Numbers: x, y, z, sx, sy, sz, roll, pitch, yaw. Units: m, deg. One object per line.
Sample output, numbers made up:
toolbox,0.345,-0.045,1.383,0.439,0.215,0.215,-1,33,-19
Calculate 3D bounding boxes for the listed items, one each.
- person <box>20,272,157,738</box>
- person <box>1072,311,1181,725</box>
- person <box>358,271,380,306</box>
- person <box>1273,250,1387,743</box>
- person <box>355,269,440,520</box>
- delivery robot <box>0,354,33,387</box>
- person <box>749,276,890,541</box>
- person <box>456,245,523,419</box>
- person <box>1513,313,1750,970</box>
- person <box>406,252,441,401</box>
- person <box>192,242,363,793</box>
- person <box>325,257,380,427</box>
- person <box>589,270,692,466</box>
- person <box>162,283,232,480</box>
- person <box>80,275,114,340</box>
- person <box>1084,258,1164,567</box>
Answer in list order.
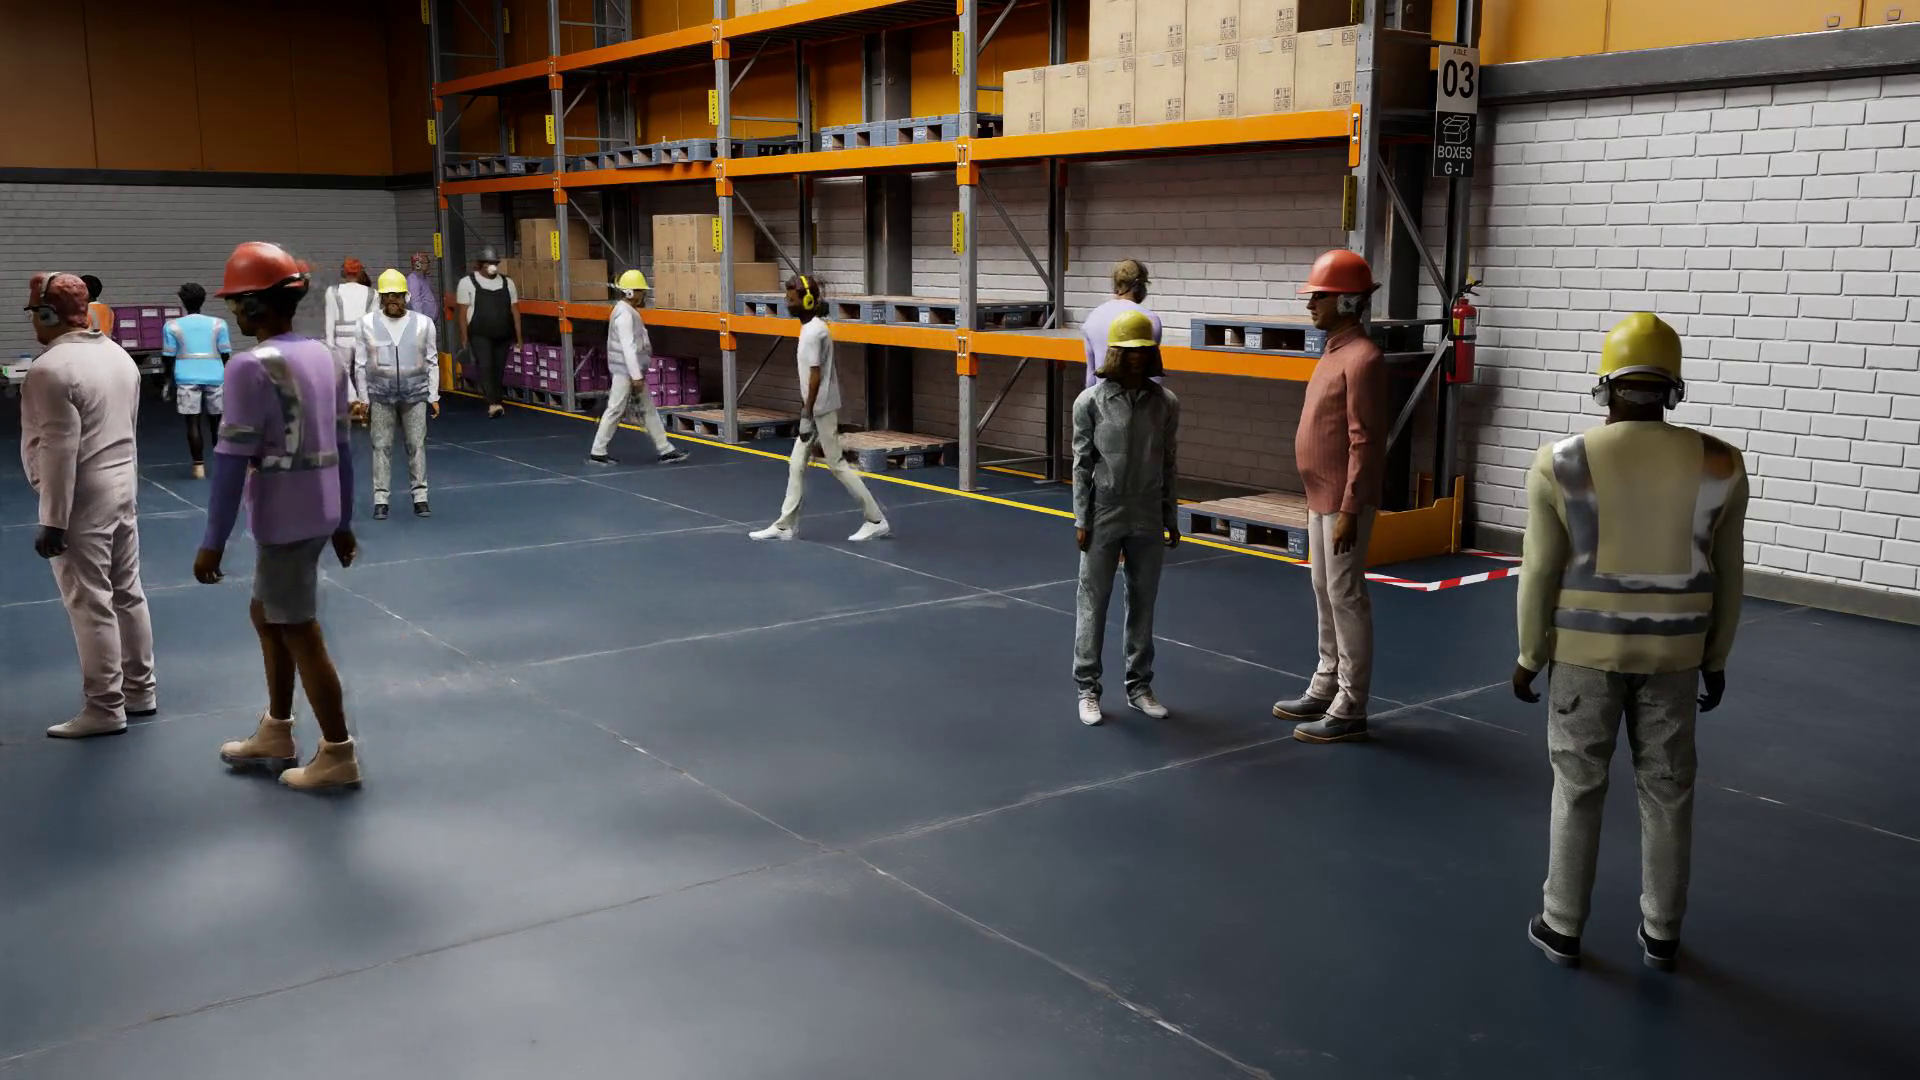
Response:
person,-3.628,-0.142,6.867,0.402,1.904,0.652,0,10,1
person,0.708,-0.091,7.030,0.485,1.745,0.296,-3,11,-18
person,-8.880,-3.232,25.021,0.591,1.602,0.533,6,12,32
person,1.533,-0.174,6.791,0.382,1.995,0.612,0,10,-2
person,-4.135,-1.069,12.255,0.591,1.834,0.404,-4,11,-20
delivery robot,-12.395,-2.237,22.116,0.477,0.478,0.707,8,13,40
person,-0.927,-0.875,11.261,0.953,1.820,0.515,-1,10,-7
person,-5.387,-2.427,19.282,0.693,2.000,0.953,-8,13,-38
person,1.841,0.293,4.628,0.589,1.834,0.403,2,10,8
person,-6.912,-2.745,21.438,0.406,1.911,0.638,-2,10,-13
person,-2.582,-0.060,6.092,0.792,2.021,0.619,1,10,5
person,-6.642,-2.159,18.266,0.599,1.867,0.496,-6,12,-29
person,-2.963,-1.549,15.097,0.932,1.782,0.623,-1,10,-4
person,-6.546,-1.364,14.314,0.549,1.694,0.341,-7,12,-33
person,-8.931,-1.884,17.207,0.319,1.696,0.532,0,10,1
person,1.032,-0.796,10.460,0.356,1.931,0.631,-8,13,-38
